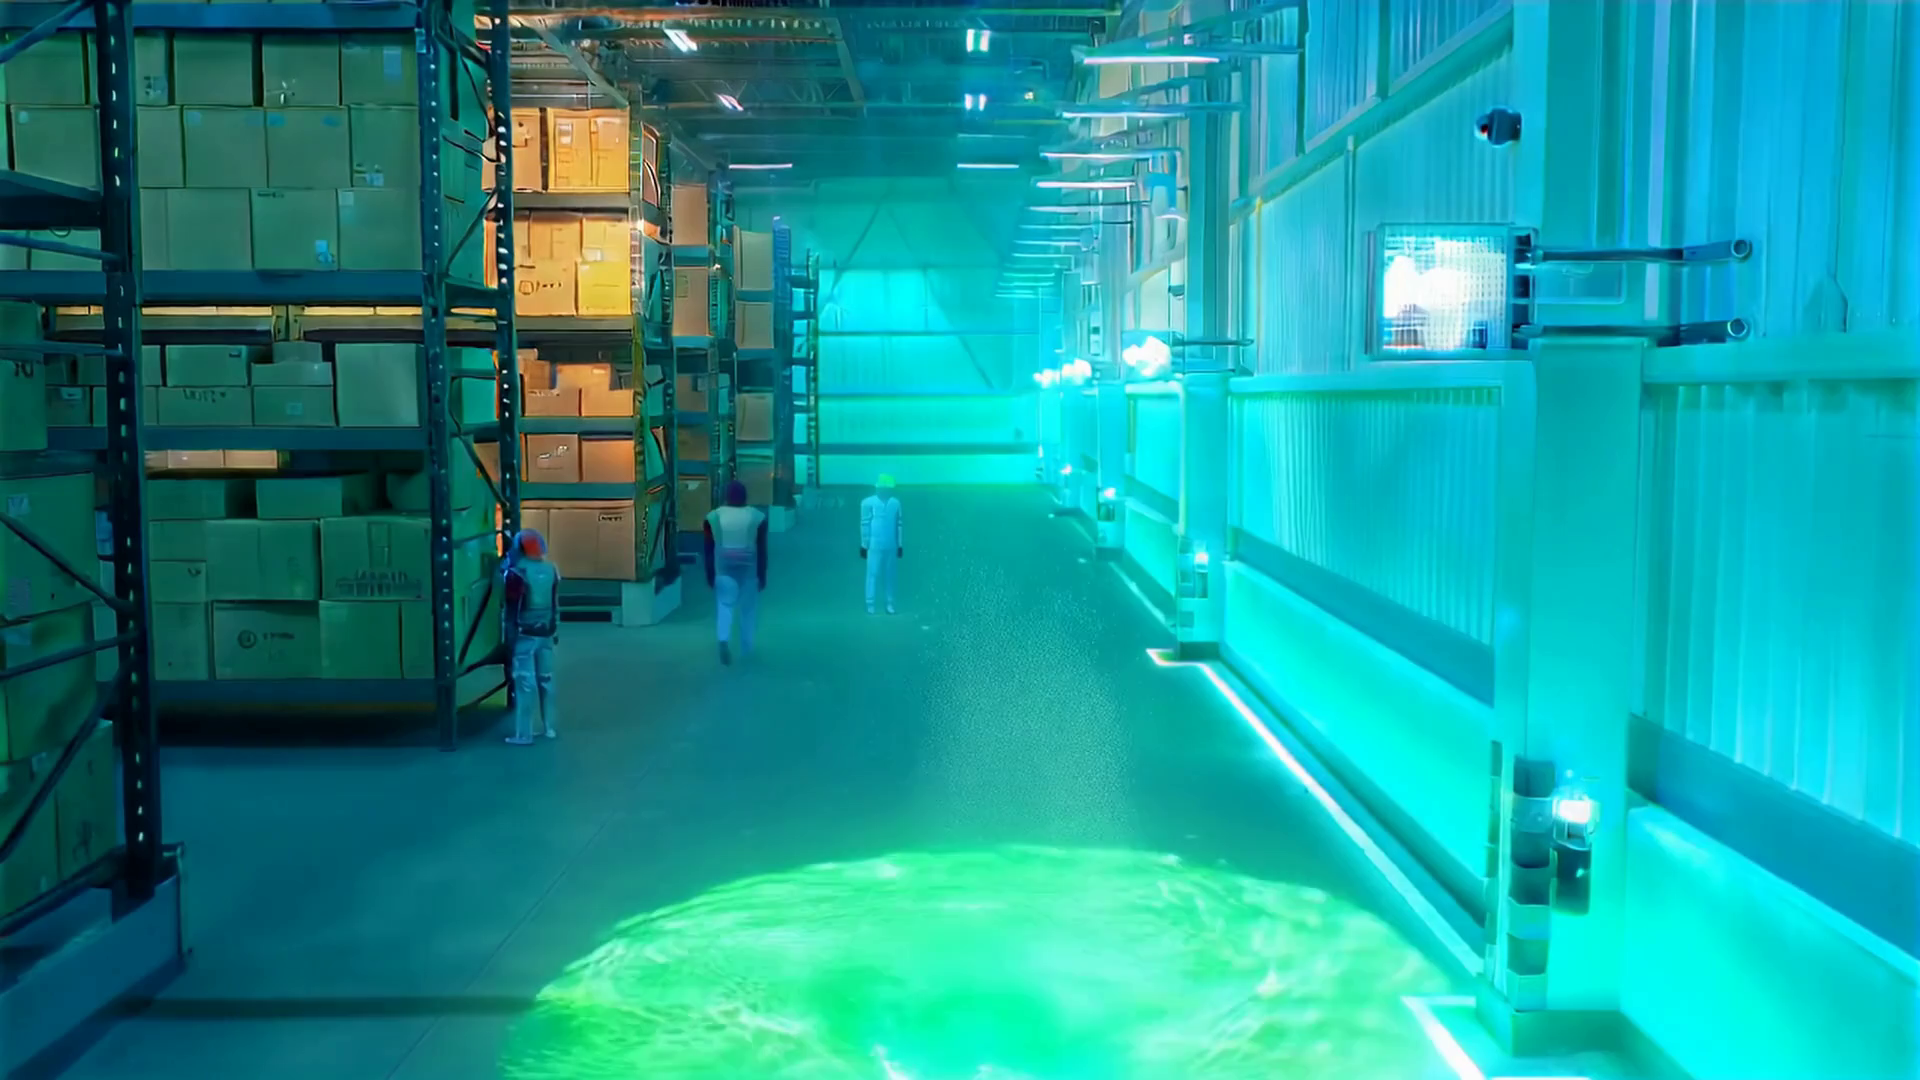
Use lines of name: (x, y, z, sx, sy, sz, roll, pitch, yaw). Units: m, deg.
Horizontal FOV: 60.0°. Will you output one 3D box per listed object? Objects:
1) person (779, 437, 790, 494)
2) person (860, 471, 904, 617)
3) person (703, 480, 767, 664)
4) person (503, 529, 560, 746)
person: (-3.987, -1.480, 37.772, 0.317, 1.736, 0.486, 1, 5, 7)
person: (-0.917, 0.051, 19.853, 0.566, 1.744, 0.351, -3, 6, -31)
person: (-2.220, 0.314, 16.420, 0.632, 1.818, 0.837, 0, 5, -1)
person: (-3.228, 0.732, 12.584, 0.312, 1.632, 0.525, 3, 6, 31)
